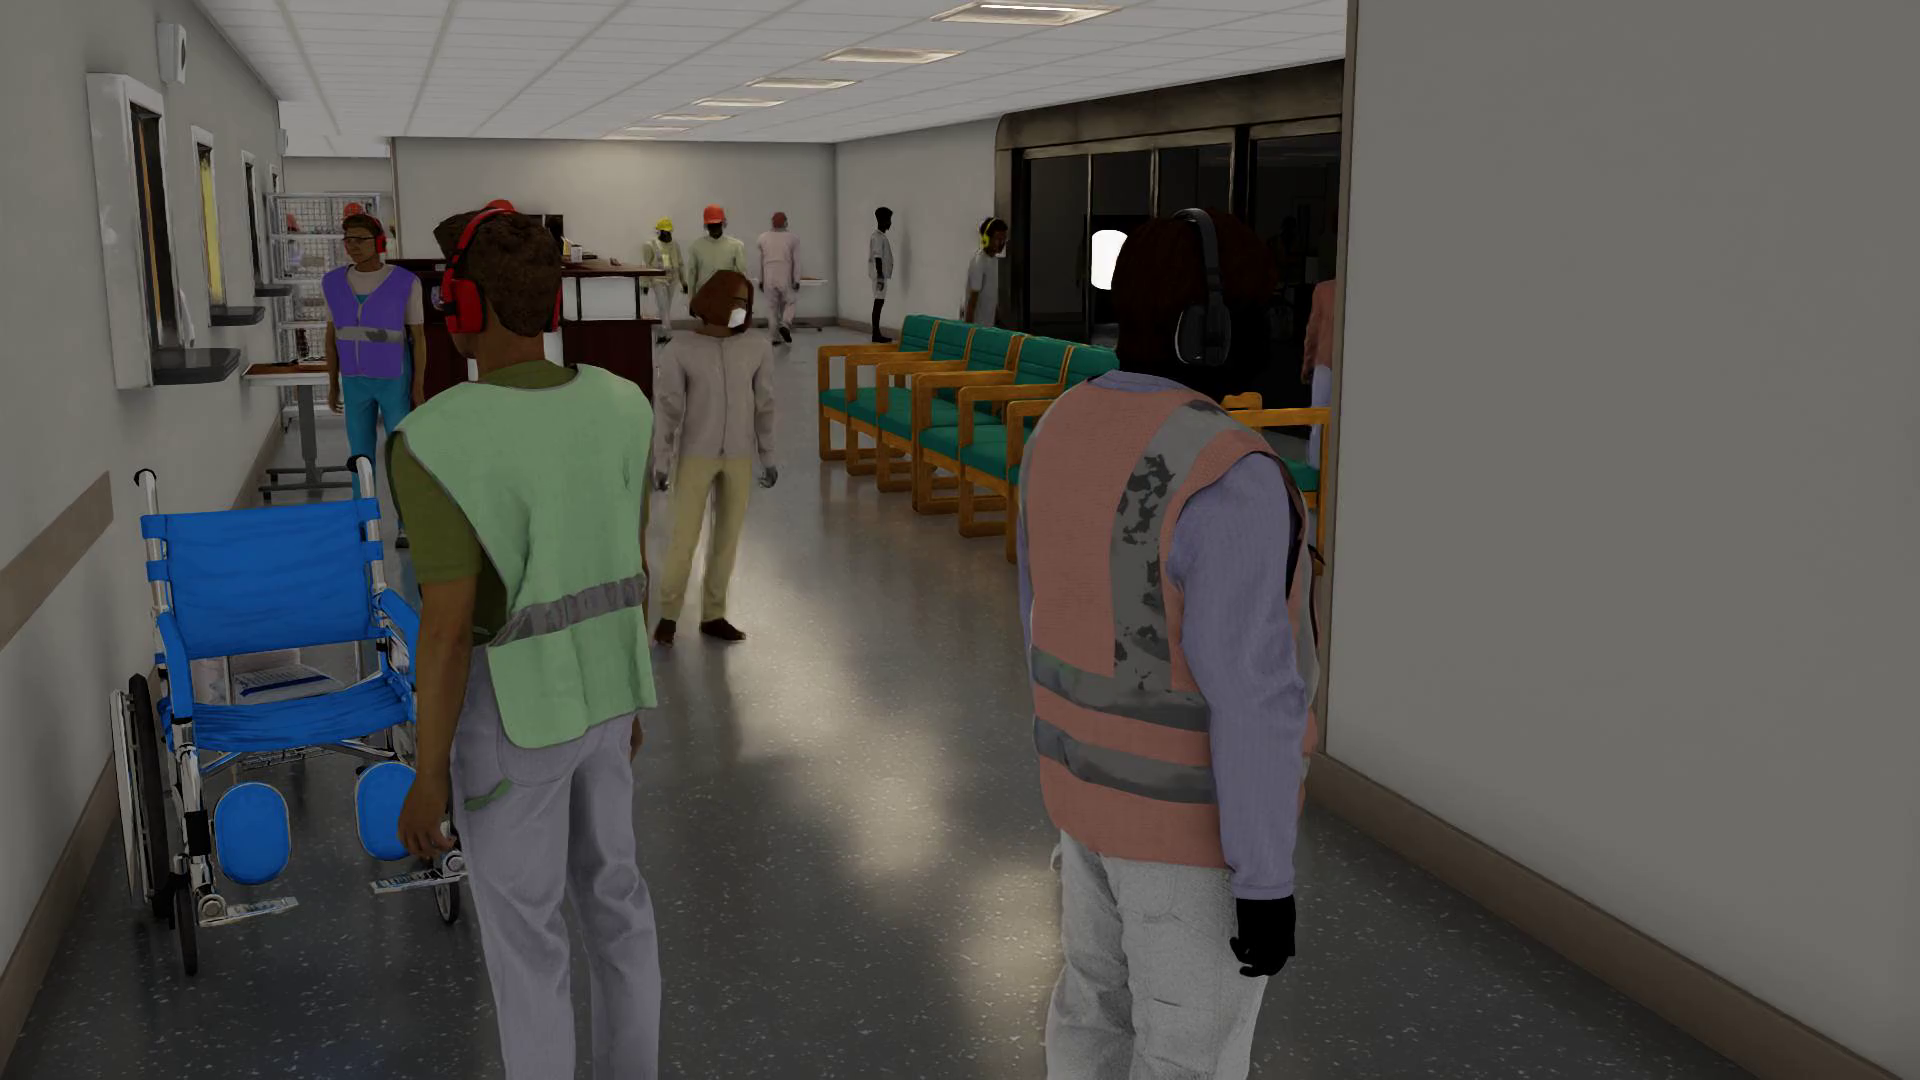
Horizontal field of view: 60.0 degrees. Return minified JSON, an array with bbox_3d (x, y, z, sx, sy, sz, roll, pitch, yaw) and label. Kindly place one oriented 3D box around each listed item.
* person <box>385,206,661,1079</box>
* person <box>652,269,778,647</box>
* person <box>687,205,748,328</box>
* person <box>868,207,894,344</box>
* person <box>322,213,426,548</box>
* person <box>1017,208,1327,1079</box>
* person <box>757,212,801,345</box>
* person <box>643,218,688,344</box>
[{"bbox_3d":[-0.752,0.341,2.991,0.392,1.847,0.563,7,13,30],"label":"person"},{"bbox_3d":[-1.054,-0.345,7.127,0.562,1.611,0.307,-6,13,-29],"label":"person"},{"bbox_3d":[-2.559,-2.557,17.623,0.658,1.938,0.826,-1,11,-8],"label":"person"},{"bbox_3d":[-1.135,-3.799,23.934,0.363,1.962,0.612,0,11,0],"label":"person"},{"bbox_3d":[-3.230,-0.874,9.239,0.564,1.842,0.389,1,11,6],"label":"person"},{"bbox_3d":[0.333,0.424,2.581,0.429,1.842,0.636,-5,12,-24],"label":"person"},{"bbox_3d":[-2.586,-3.727,23.761,0.659,1.894,0.459,2,11,8],"label":"person"},{"bbox_3d":[-4.144,-3.661,23.646,0.842,1.792,0.602,10,15,41],"label":"person"}]
